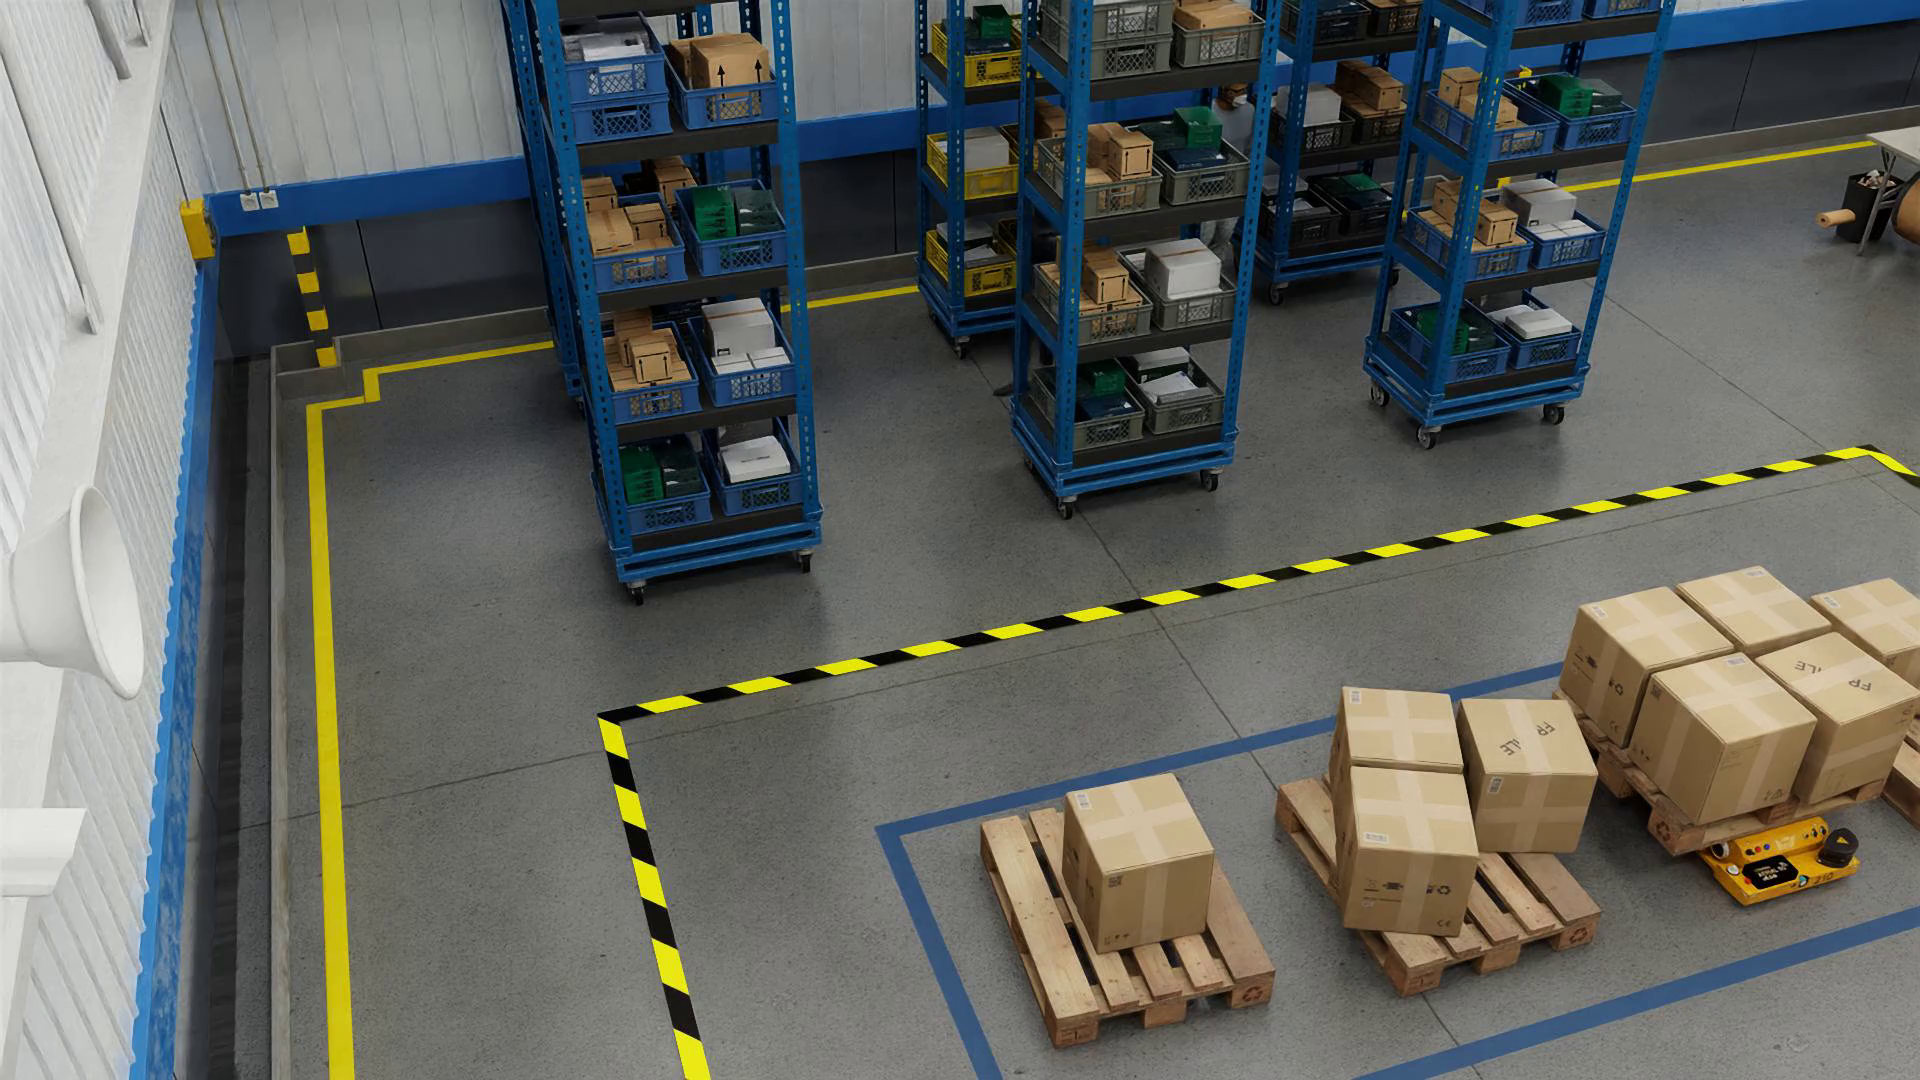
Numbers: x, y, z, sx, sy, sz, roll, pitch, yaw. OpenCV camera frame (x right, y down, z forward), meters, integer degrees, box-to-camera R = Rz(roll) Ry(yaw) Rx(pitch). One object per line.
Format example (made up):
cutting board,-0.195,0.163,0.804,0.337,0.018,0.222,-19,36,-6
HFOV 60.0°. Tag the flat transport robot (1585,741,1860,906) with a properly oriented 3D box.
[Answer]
flat transport robot,3.738,1.188,8.347,0.652,0.197,1.431,-11,37,-15

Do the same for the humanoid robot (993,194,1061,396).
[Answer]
humanoid robot,0.585,-1.625,11.173,0.613,1.643,0.585,-14,37,-19

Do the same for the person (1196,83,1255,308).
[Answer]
person,1.894,-2.561,12.251,0.620,1.932,0.371,-22,41,-28
